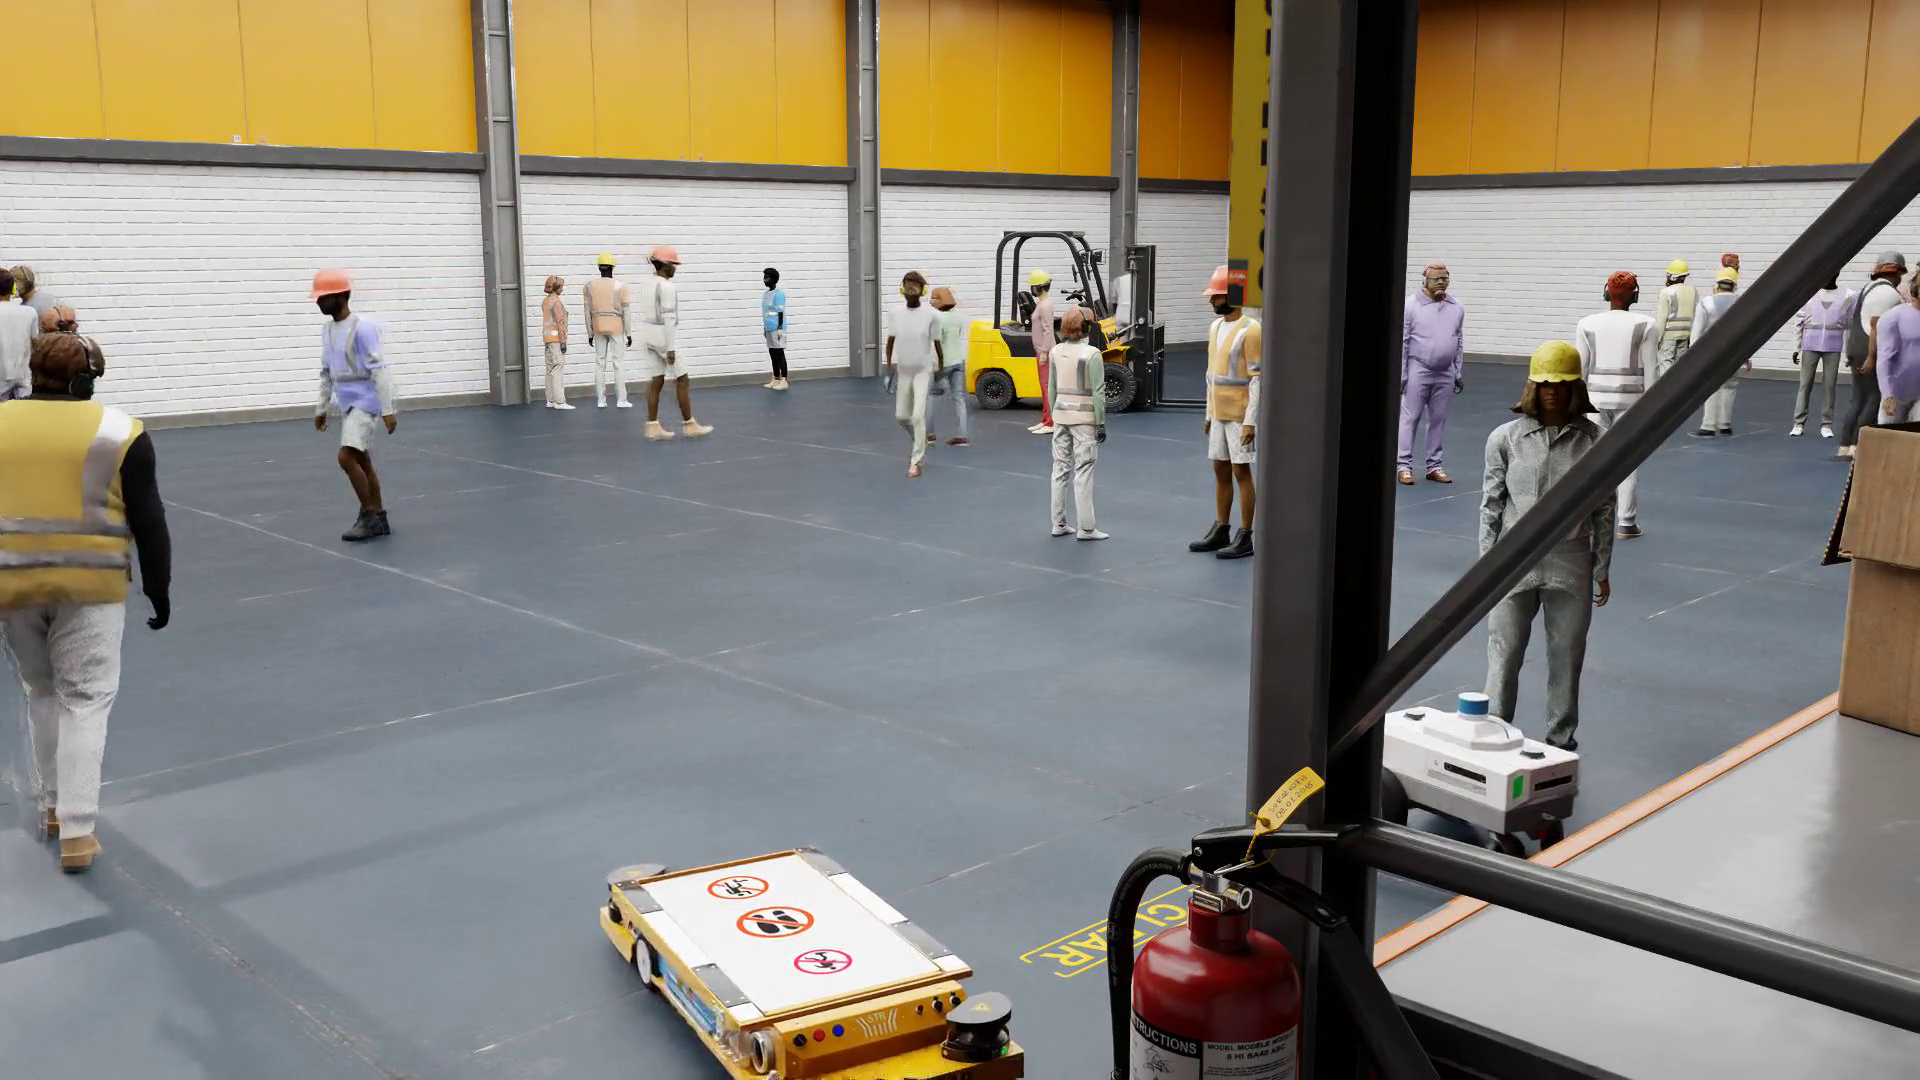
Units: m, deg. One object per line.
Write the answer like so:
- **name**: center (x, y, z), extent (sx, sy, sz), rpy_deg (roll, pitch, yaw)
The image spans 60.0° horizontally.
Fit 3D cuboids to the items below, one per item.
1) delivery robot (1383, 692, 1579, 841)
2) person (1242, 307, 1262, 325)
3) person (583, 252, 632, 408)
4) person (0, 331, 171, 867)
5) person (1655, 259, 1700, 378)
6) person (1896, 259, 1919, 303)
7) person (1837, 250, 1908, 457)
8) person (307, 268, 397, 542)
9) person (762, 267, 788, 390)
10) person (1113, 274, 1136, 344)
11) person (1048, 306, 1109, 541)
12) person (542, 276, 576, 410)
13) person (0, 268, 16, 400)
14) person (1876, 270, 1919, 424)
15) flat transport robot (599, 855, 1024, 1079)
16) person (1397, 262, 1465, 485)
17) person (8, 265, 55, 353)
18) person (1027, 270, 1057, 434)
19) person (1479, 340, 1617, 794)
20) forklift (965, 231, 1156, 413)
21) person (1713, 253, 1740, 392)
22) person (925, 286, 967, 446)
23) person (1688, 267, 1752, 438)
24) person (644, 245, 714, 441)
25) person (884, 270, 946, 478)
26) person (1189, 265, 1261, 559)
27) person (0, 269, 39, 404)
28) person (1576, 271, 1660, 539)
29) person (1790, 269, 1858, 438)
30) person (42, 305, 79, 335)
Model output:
- **delivery robot**: center (1.762, 0.771, 5.739), extent (0.477, 0.478, 0.707), rpy_deg (-6, 12, -31)
- **person**: center (3.784, -2.608, 20.981), extent (0.650, 1.819, 0.649), rpy_deg (7, 13, 34)
- **person**: center (-4.333, -2.579, 20.517), extent (0.587, 1.927, 0.365), rpy_deg (1, 10, 5)
- **person**: center (-3.098, 0.188, 5.781), extent (0.646, 1.797, 0.804), rpy_deg (-2, 11, -12)
- **person**: center (8.731, -2.508, 20.372), extent (0.600, 1.836, 0.404), rpy_deg (-4, 11, -23)
- **person**: center (10.781, -2.232, 18.682), extent (0.652, 1.905, 0.409), rpy_deg (2, 11, 10)
- **person**: center (8.775, -1.792, 15.914), extent (0.567, 2.000, 0.706), rpy_deg (2, 11, 9)
- **person**: center (-4.222, -0.925, 11.549), extent (0.625, 1.907, 0.605), rpy_deg (9, 13, 39)
- **person**: center (-2.572, -2.924, 23.047), extent (0.321, 1.690, 0.537), rpy_deg (-6, 12, -30)
- **person**: center (2.371, -2.989, 22.790), extent (0.646, 1.898, 1.011), rpy_deg (7, 12, 32)
- **person**: center (0.819, -0.814, 11.667), extent (0.309, 1.645, 0.514), rpy_deg (-10, 14, -42)
- **person**: center (-4.964, -2.416, 20.418), extent (0.308, 1.640, 0.511), rpy_deg (-7, 13, -34)
- **person**: center (-8.749, -1.572, 15.249), extent (0.345, 1.847, 0.508), rpy_deg (-5, 11, -24)
- **person**: center (7.273, -1.141, 12.771), extent (0.624, 1.906, 0.999), rpy_deg (1, 10, 6)
- **flat transport robot**: center (-0.468, 1.171, 4.590), extent (0.652, 0.197, 1.431), rpy_deg (-6, 12, -29)
- **person**: center (4.044, -1.425, 14.283), extent (0.644, 1.907, 0.399), rpy_deg (-2, 11, -13)
- **person**: center (-8.281, -1.586, 15.269), extent (0.630, 1.887, 0.982), rpy_deg (7, 13, 35)
- **person**: center (0.878, -2.016, 17.907), extent (0.337, 1.761, 0.526), rpy_deg (0, 10, -1)
- **person**: center (2.235, 0.110, 6.356), extent (0.494, 1.743, 0.309), rpy_deg (3, 11, 15)
- **forklift**: center (1.222, -2.721, 20.561), extent (2.313, 2.155, 1.214), rpy_deg (2, 11, 13)
- **person**: center (10.461, -2.973, 22.786), extent (0.361, 1.882, 0.575), rpy_deg (8, 13, 37)
- **person**: center (-0.199, -1.768, 16.954), extent (0.693, 1.608, 0.514), rpy_deg (8, 13, 38)
- **person**: center (8.048, -1.971, 17.597), extent (0.629, 1.800, 0.544), rpy_deg (1, 10, 6)
- **person**: center (-2.964, -2.047, 17.345), extent (0.777, 2.021, 0.641), rpy_deg (-7, 13, -35)
- **person**: center (-0.375, -1.492, 14.850), extent (0.531, 1.836, 0.658), rpy_deg (4, 11, 18)
- **person**: center (1.782, -0.839, 11.011), extent (0.376, 1.934, 0.547), rpy_deg (-5, 11, -25)
- **person**: center (-8.061, -1.368, 14.136), extent (0.519, 1.842, 0.688), rpy_deg (-8, 13, -36)
- **person**: center (4.622, -0.948, 11.744), extent (0.573, 1.883, 0.354), rpy_deg (7, 12, 33)
- **person**: center (9.138, -2.045, 17.605), extent (0.586, 1.928, 0.380), rpy_deg (6, 12, 28)
- **person**: center (-6.293, -0.828, 11.742), extent (0.305, 1.644, 0.522), rpy_deg (-4, 11, -23)
